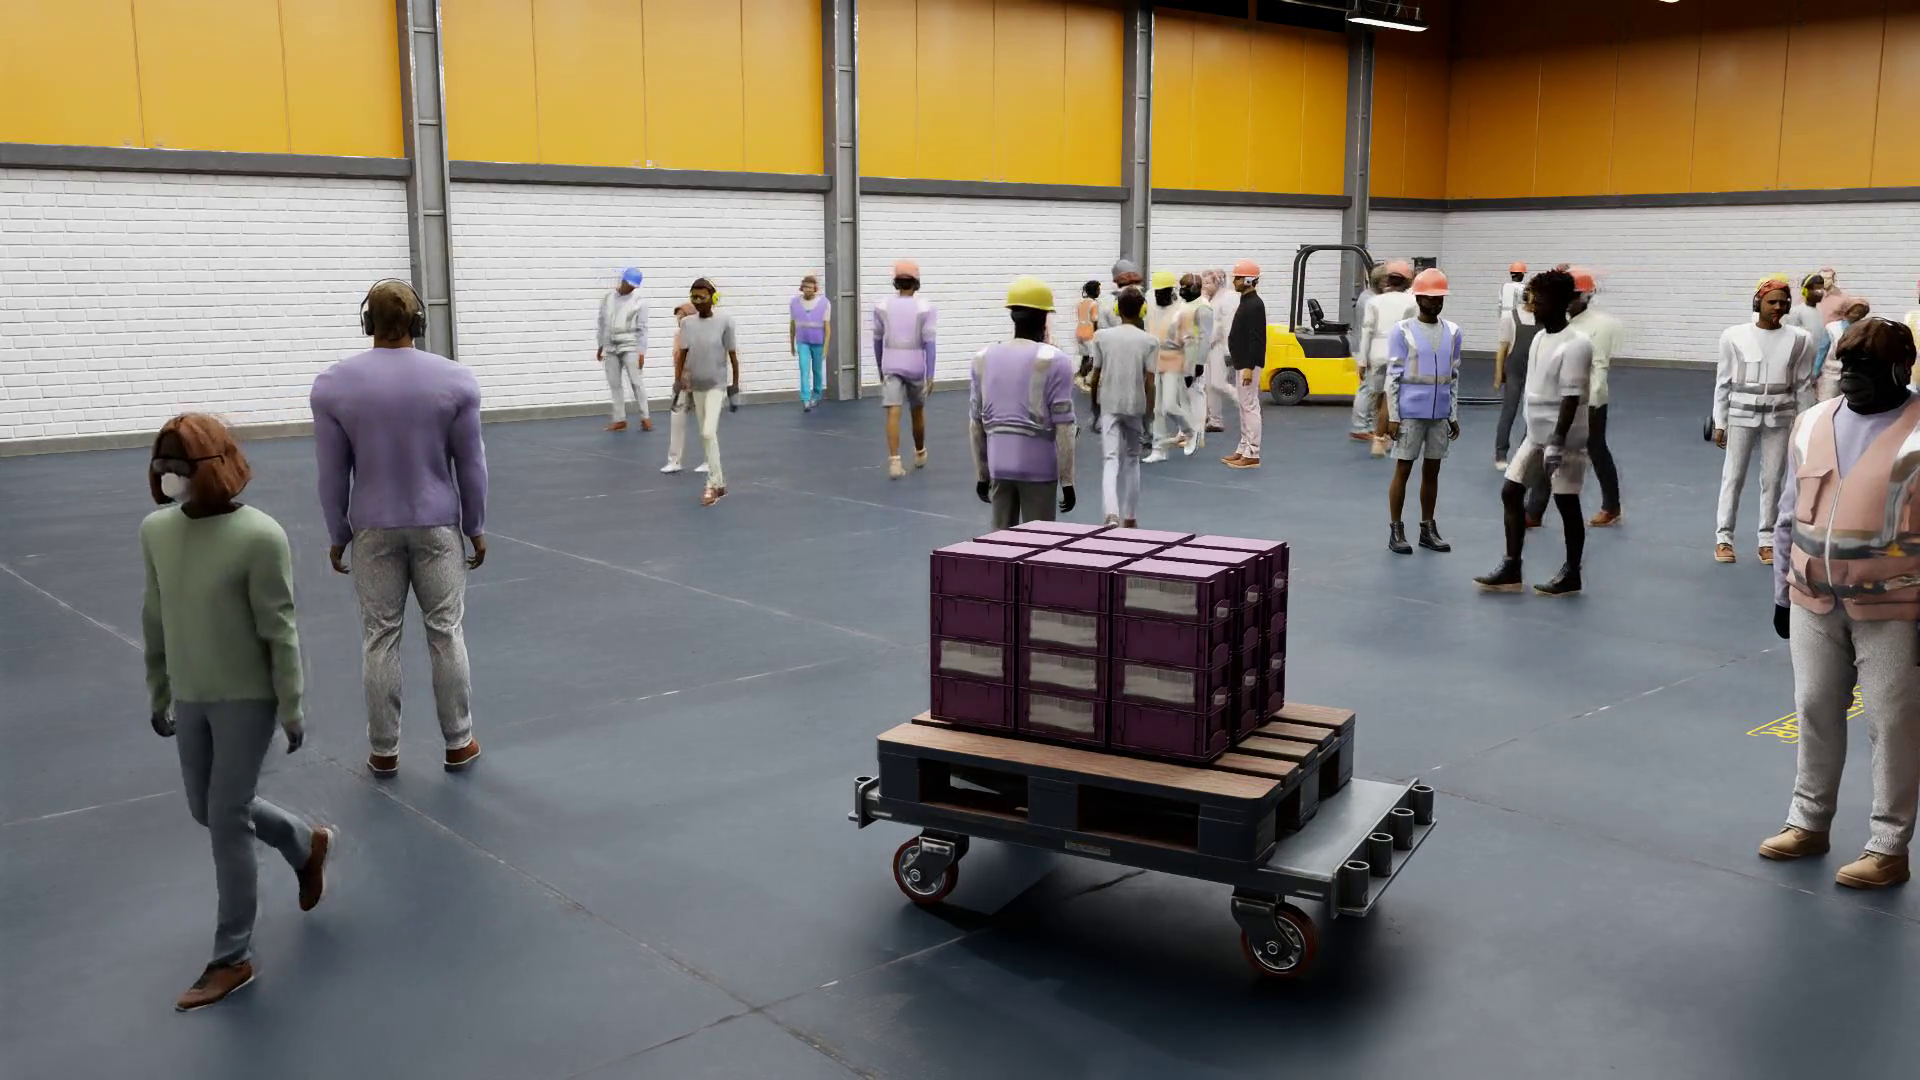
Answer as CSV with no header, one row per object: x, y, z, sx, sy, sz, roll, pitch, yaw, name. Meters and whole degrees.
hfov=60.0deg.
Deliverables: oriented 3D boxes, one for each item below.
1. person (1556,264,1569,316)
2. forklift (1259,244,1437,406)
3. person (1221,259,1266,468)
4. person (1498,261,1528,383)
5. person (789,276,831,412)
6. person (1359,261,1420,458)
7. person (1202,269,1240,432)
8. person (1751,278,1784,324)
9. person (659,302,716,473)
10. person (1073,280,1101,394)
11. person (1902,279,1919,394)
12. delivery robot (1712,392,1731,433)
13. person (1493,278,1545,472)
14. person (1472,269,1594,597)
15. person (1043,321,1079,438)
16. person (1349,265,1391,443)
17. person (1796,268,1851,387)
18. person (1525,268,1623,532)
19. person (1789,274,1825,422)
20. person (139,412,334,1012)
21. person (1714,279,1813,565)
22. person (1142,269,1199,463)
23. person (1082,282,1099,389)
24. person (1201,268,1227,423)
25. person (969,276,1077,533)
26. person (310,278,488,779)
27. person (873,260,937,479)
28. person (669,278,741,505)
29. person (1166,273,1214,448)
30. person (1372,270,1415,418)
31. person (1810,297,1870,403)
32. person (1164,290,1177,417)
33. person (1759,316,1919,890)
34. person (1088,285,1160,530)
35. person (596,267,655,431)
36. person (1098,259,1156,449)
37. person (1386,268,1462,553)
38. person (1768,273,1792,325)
10.636,-3.893,29.211,0.696,1.888,0.430,2,10,12,person
5.256,-2.933,22.661,2.313,2.155,1.214,3,10,16,forklift
2.737,-1.686,15.938,0.378,1.996,0.611,0,10,1,person
8.817,-3.455,26.468,0.376,1.936,0.549,-5,11,-25,person
-1.977,-2.605,21.991,0.560,1.782,0.968,0,10,1,person
4.378,-1.829,16.878,0.611,1.978,1.012,6,11,32,person
3.025,-2.156,19.048,0.579,1.877,0.680,-2,10,-14,person
9.457,-2.200,19.624,0.317,1.767,0.535,-2,10,-9,person
-2.504,-1.391,15.373,0.513,1.589,0.714,8,13,39,person
1.861,-2.968,24.363,0.404,1.677,0.559,-5,11,-28,person
8.769,-1.479,15.098,0.983,1.894,0.543,-5,11,-27,person
8.504,-1.422,18.318,0.477,0.478,0.707,5,10,28,delivery robot
5.275,-1.533,15.554,0.543,1.818,0.481,0,10,-1,person
3.384,-0.610,9.794,0.776,1.937,0.631,-1,10,-7,person
0.862,-1.742,17.038,0.752,1.730,0.556,-3,10,-18,person
4.472,-2.017,18.105,0.417,1.918,0.647,6,11,31,person
11.194,-2.597,21.685,0.661,1.860,0.998,6,11,31,person
4.570,-1.023,12.264,1.031,1.947,0.611,-5,11,-29,person
8.539,-1.770,16.876,0.551,1.842,0.607,-6,11,-32,person
-2.028,0.430,4.698,0.508,1.613,0.680,4,10,21,person
5.256,-0.766,10.927,0.576,1.876,0.340,3,10,17,person
2.054,-1.706,16.332,0.568,1.904,0.585,-8,13,-39,person
1.971,-3.085,25.233,0.352,1.641,0.513,-5,11,-29,person
2.981,-2.337,20.114,0.690,1.878,0.552,7,12,37,person
0.334,-0.357,8.367,0.593,1.922,0.387,7,12,34,person
-2.152,-0.038,6.460,0.631,1.940,0.372,-3,10,-16,person
-0.502,-1.580,15.366,0.614,1.981,1.091,1,10,7,person
-2.123,-1.211,13.617,0.514,1.840,0.744,4,11,23,person
2.434,-1.899,17.640,0.429,1.843,0.633,-3,10,-15,person
5.633,-2.458,20.757,0.906,1.912,0.637,1,10,6,person
8.790,-1.607,16.563,0.572,1.613,0.470,5,11,26,person
2.663,-2.371,21.098,0.520,1.610,0.754,3,10,20,person
2.911,0.201,5.390,0.430,1.836,0.619,-6,11,-31,person
1.168,-0.914,11.940,0.511,1.826,0.958,1,10,5,person
-3.860,-2.179,19.165,0.709,1.900,0.395,3,10,19,person
1.774,-1.890,17.007,0.757,2.000,0.634,0,10,2,person
3.172,-0.873,11.353,0.545,1.938,0.360,-3,10,-15,person
12.051,-3.059,24.624,0.950,1.779,0.606,0,10,-1,person
